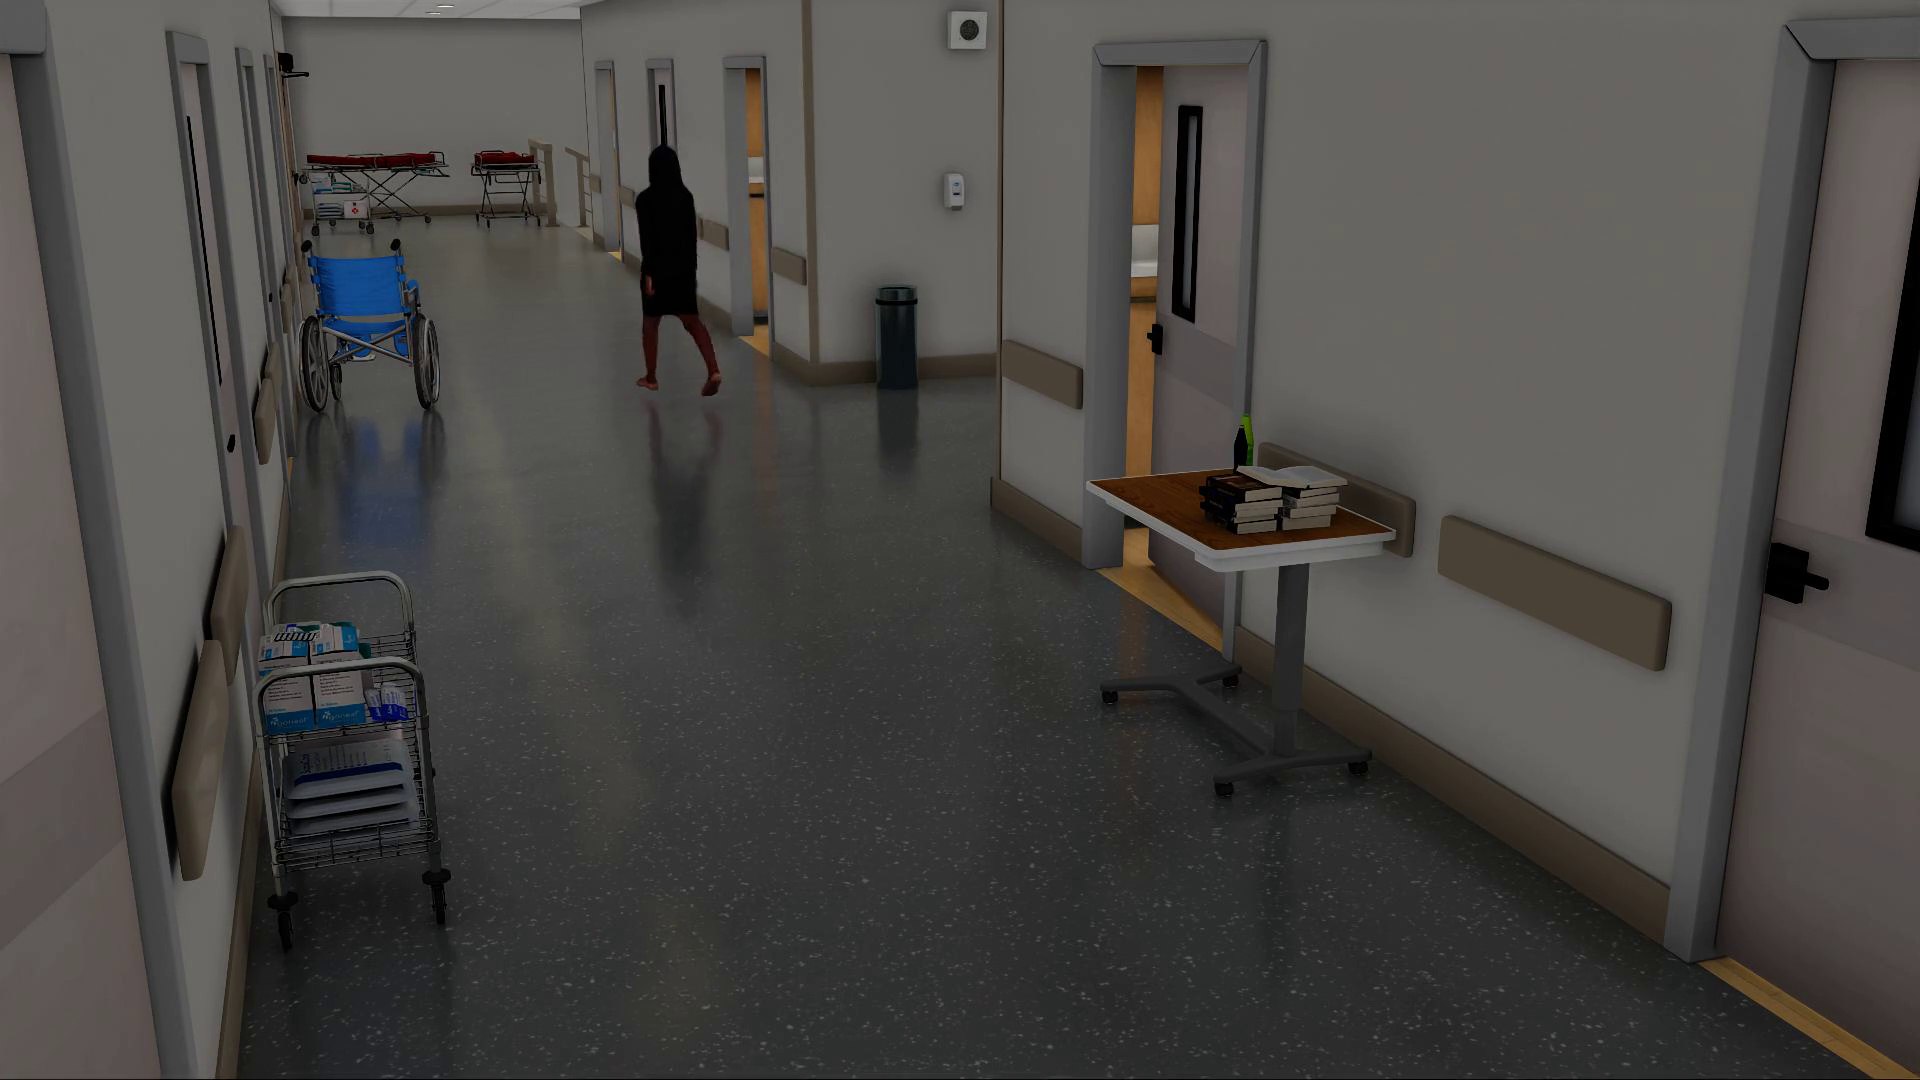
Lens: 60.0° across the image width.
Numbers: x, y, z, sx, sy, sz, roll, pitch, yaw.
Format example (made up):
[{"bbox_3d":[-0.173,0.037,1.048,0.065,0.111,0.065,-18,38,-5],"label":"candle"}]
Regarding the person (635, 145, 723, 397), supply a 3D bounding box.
[{"bbox_3d":[-1.918,-1.776,11.287,0.928,1.682,1.266,-13,20,-38],"label":"person"}]
